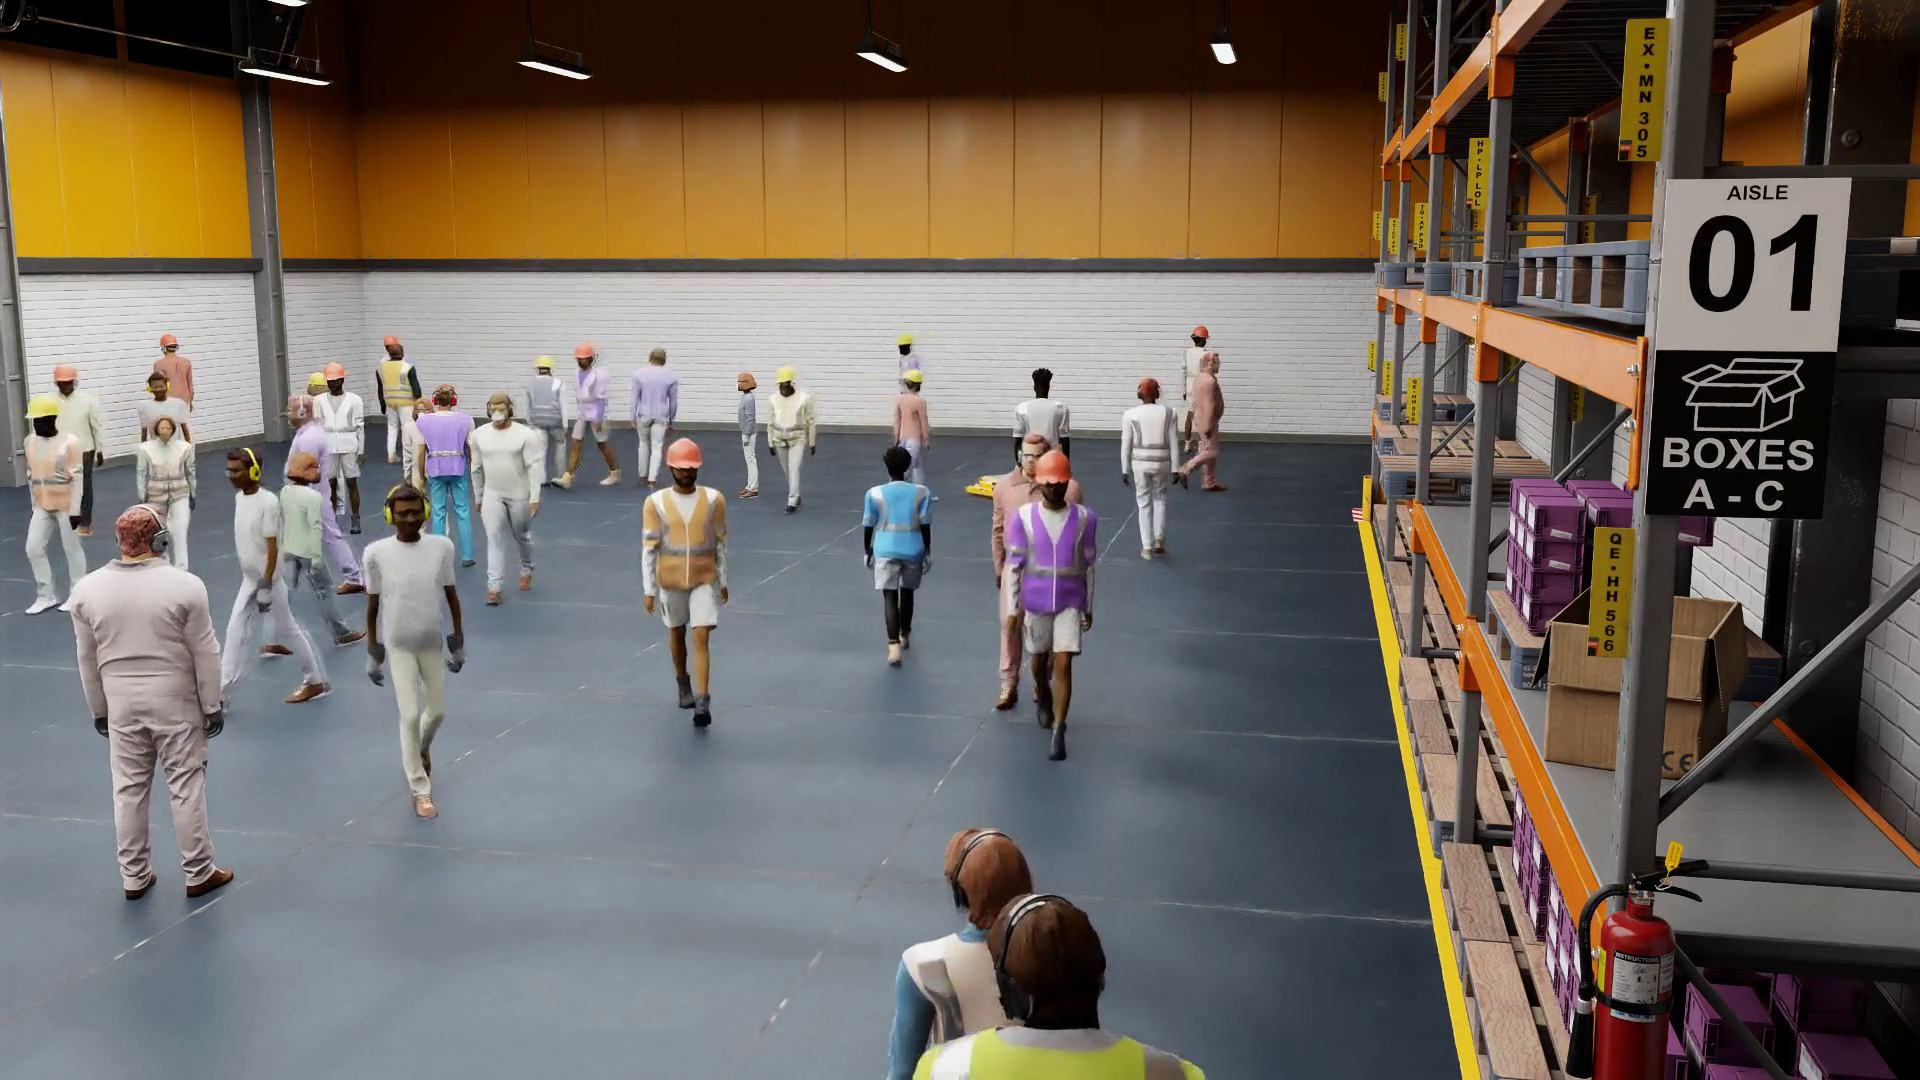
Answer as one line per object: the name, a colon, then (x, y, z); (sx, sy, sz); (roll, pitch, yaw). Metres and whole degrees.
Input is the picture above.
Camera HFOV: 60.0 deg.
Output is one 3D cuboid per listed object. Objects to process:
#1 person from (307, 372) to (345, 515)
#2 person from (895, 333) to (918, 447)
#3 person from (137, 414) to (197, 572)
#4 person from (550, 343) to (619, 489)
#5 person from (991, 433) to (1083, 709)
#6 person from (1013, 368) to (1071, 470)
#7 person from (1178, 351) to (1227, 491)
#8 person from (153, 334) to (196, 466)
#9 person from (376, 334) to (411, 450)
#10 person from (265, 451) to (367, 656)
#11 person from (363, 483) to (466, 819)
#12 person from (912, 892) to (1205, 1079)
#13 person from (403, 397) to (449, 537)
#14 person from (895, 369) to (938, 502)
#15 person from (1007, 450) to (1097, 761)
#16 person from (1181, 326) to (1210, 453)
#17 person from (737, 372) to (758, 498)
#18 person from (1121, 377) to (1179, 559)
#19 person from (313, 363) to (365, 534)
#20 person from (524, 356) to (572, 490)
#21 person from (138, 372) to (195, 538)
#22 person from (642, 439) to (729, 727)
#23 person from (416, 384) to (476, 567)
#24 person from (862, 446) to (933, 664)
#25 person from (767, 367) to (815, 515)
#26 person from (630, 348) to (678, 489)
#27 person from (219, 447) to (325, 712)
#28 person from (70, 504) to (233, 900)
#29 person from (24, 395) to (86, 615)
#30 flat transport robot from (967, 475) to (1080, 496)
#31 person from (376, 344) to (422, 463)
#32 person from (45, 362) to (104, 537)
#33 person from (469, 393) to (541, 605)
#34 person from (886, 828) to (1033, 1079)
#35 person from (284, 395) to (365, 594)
person: (-7.642, -1.136, 19.954); (0.315, 1.743, 0.487); (3, 10, 18)
person: (-0.827, -2.472, 27.506); (0.541, 1.907, 0.604); (-3, 10, -18)
person: (-7.617, -0.420, 15.996); (0.521, 1.612, 0.712); (-5, 11, -27)
person: (-5.040, -1.670, 22.483); (0.635, 1.973, 1.057); (7, 12, 35)
person: (0.503, 0.222, 11.353); (0.660, 1.881, 0.737); (2, 10, 11)
person: (0.859, -0.816, 17.379); (0.602, 1.959, 0.371); (1, 9, 5)
person: (3.236, -1.560, 22.088); (0.645, 1.890, 0.649); (-1, 9, -4)
person: (-11.743, -2.074, 24.843); (0.393, 1.995, 0.612); (5, 11, 29)
person: (-9.125, -2.374, 26.900); (0.554, 1.917, 0.690); (-5, 10, -25)
person: (-5.104, 0.098, 12.975); (0.515, 1.582, 0.861); (6, 11, 31)
person: (-3.067, 0.577, 9.323); (0.529, 1.854, 0.744); (-6, 11, -30)
person: (0.199, 1.600, 3.235); (0.650, 1.824, 0.534); (2, 10, 14)
person: (-5.687, -0.712, 17.768); (0.507, 1.628, 0.285); (0, 9, 3)
person: (-0.625, -1.276, 20.851); (0.904, 1.727, 0.532); (-8, 12, -39)
person: (0.578, 0.359, 10.498); (0.555, 1.906, 0.917); (0, 9, 2)
person: (3.845, -2.417, 26.770); (0.615, 2.043, 0.373); (9, 13, 44)
person: (-2.775, -1.366, 21.667); (0.284, 1.633, 0.497); (-2, 10, -11)
person: (1.950, -0.742, 17.163); (0.589, 1.871, 0.477); (0, 9, -3)
person: (-6.971, -1.021, 18.673); (0.552, 1.937, 0.356); (-2, 10, -9)
person: (-5.568, -1.601, 22.594); (0.618, 1.789, 0.832); (1, 9, 4)
person: (-8.891, -0.971, 18.646); (0.535, 1.852, 0.590); (-6, 11, -30)
person: (-1.815, 0.270, 11.039); (0.567, 1.881, 1.013); (-2, 10, -12)
person: (-5.107, -0.629, 16.588); (0.575, 1.843, 0.375); (-3, 10, -16)
person: (-0.477, 0.104, 12.783); (0.534, 1.649, 0.897); (-2, 10, -10)
person: (-2.077, -1.240, 20.472); (0.596, 1.787, 0.906); (2, 10, 14)
person: (-4.180, -1.675, 22.760); (0.668, 1.892, 0.887); (-1, 10, -9)
person: (-4.788, 0.274, 11.246); (0.540, 1.814, 0.999); (7, 12, 36)
person: (-3.836, 0.776, 7.947); (0.642, 1.909, 0.408); (-1, 9, -3)
person: (-7.885, -0.293, 14.372); (0.622, 1.904, 0.667); (2, 10, 14)
flat transport robot: (0.846, -0.752, 22.063); (1.431, 0.197, 0.652); (-7, 12, -38)
person: (-8.508, -2.063, 25.269); (0.642, 1.839, 0.448); (2, 10, 11)
person: (-9.940, -1.028, 18.661); (0.628, 1.965, 0.743); (-3, 10, -19)
person: (-4.120, -0.404, 15.142); (0.645, 1.888, 1.056); (-1, 9, -3)
person: (0.086, 1.543, 4.214); (0.522, 1.611, 0.767); (-2, 10, -14)
person: (-5.940, -0.392, 15.152); (0.984, 1.854, 0.668); (-4, 10, -22)
